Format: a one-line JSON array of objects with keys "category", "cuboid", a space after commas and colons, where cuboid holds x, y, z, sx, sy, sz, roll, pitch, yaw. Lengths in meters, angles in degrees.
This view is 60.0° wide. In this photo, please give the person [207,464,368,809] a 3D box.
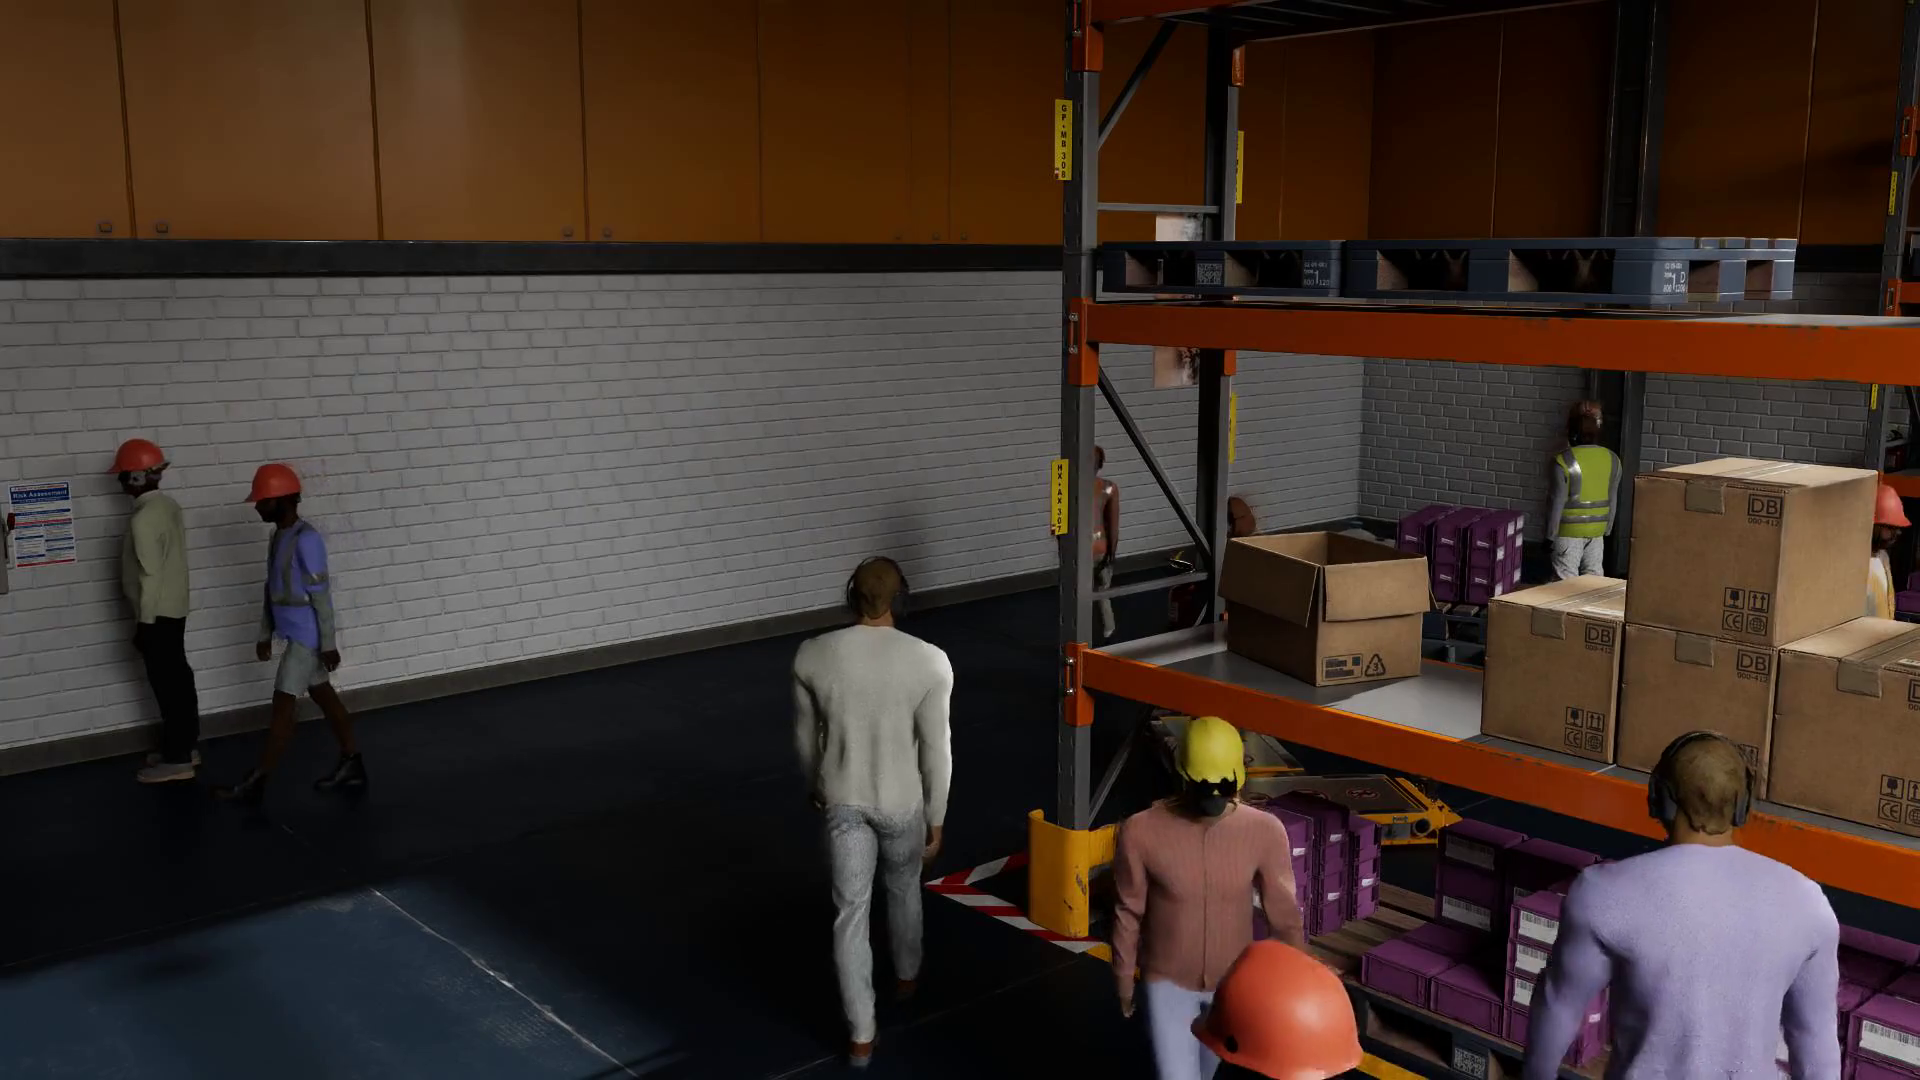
[{"category": "person", "cuboid": [-3.776, 0.527, 9.209, 0.949, 1.889, 0.571, -7, 12, -36]}]

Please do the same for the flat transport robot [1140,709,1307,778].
[{"category": "flat transport robot", "cuboid": [1.515, 1.257, 9.692, 0.652, 0.197, 1.431, -1, 10, -6]}]

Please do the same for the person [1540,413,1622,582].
[{"category": "person", "cuboid": [4.746, -0.058, 12.807, 0.634, 1.839, 0.429, -3, 10, -18]}]

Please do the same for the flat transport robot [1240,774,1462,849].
[{"category": "flat transport robot", "cuboid": [1.893, 1.426, 8.705, 1.431, 0.197, 0.652, -1, 10, -6]}]

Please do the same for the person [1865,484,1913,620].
[{"category": "person", "cuboid": [4.483, 0.644, 8.495, 0.859, 1.915, 0.545, 9, 14, 44]}]

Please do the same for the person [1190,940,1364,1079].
[{"category": "person", "cuboid": [0.564, 1.613, 2.892, 0.561, 1.887, 1.019, -6, 11, -31]}]

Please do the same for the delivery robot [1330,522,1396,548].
[{"category": "delivery robot", "cuboid": [3.692, 0.072, 15.528, 0.707, 0.478, 0.477, 9, 13, 44]}]

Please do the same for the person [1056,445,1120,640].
[{"category": "person", "cuboid": [0.990, 0.058, 12.839, 0.518, 1.600, 0.836, 2, 10, 14]}]

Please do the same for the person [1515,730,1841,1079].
[{"category": "person", "cuboid": [1.731, 1.394, 4.121, 0.655, 1.904, 0.855, -1, 10, -5]}]

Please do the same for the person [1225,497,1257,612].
[{"category": "person", "cuboid": [1.727, 0.512, 10.258, 0.508, 1.571, 0.847, 9, 13, 41]}]

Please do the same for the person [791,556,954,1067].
[{"category": "person", "cuboid": [-0.332, 0.991, 6.513, 0.631, 1.892, 0.958, 0, 10, 2]}]

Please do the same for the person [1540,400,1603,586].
[{"category": "person", "cuboid": [4.911, -0.189, 13.441, 0.554, 1.888, 0.644, 2, 10, 10]}]

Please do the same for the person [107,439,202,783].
[{"category": "person", "cuboid": [-4.669, 0.403, 9.652, 0.395, 1.992, 0.622, -2, 10, -12]}]

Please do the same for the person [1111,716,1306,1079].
[{"category": "person", "cuboid": [0.737, 1.338, 5.008, 0.541, 1.696, 0.936, -1, 10, -7]}]
